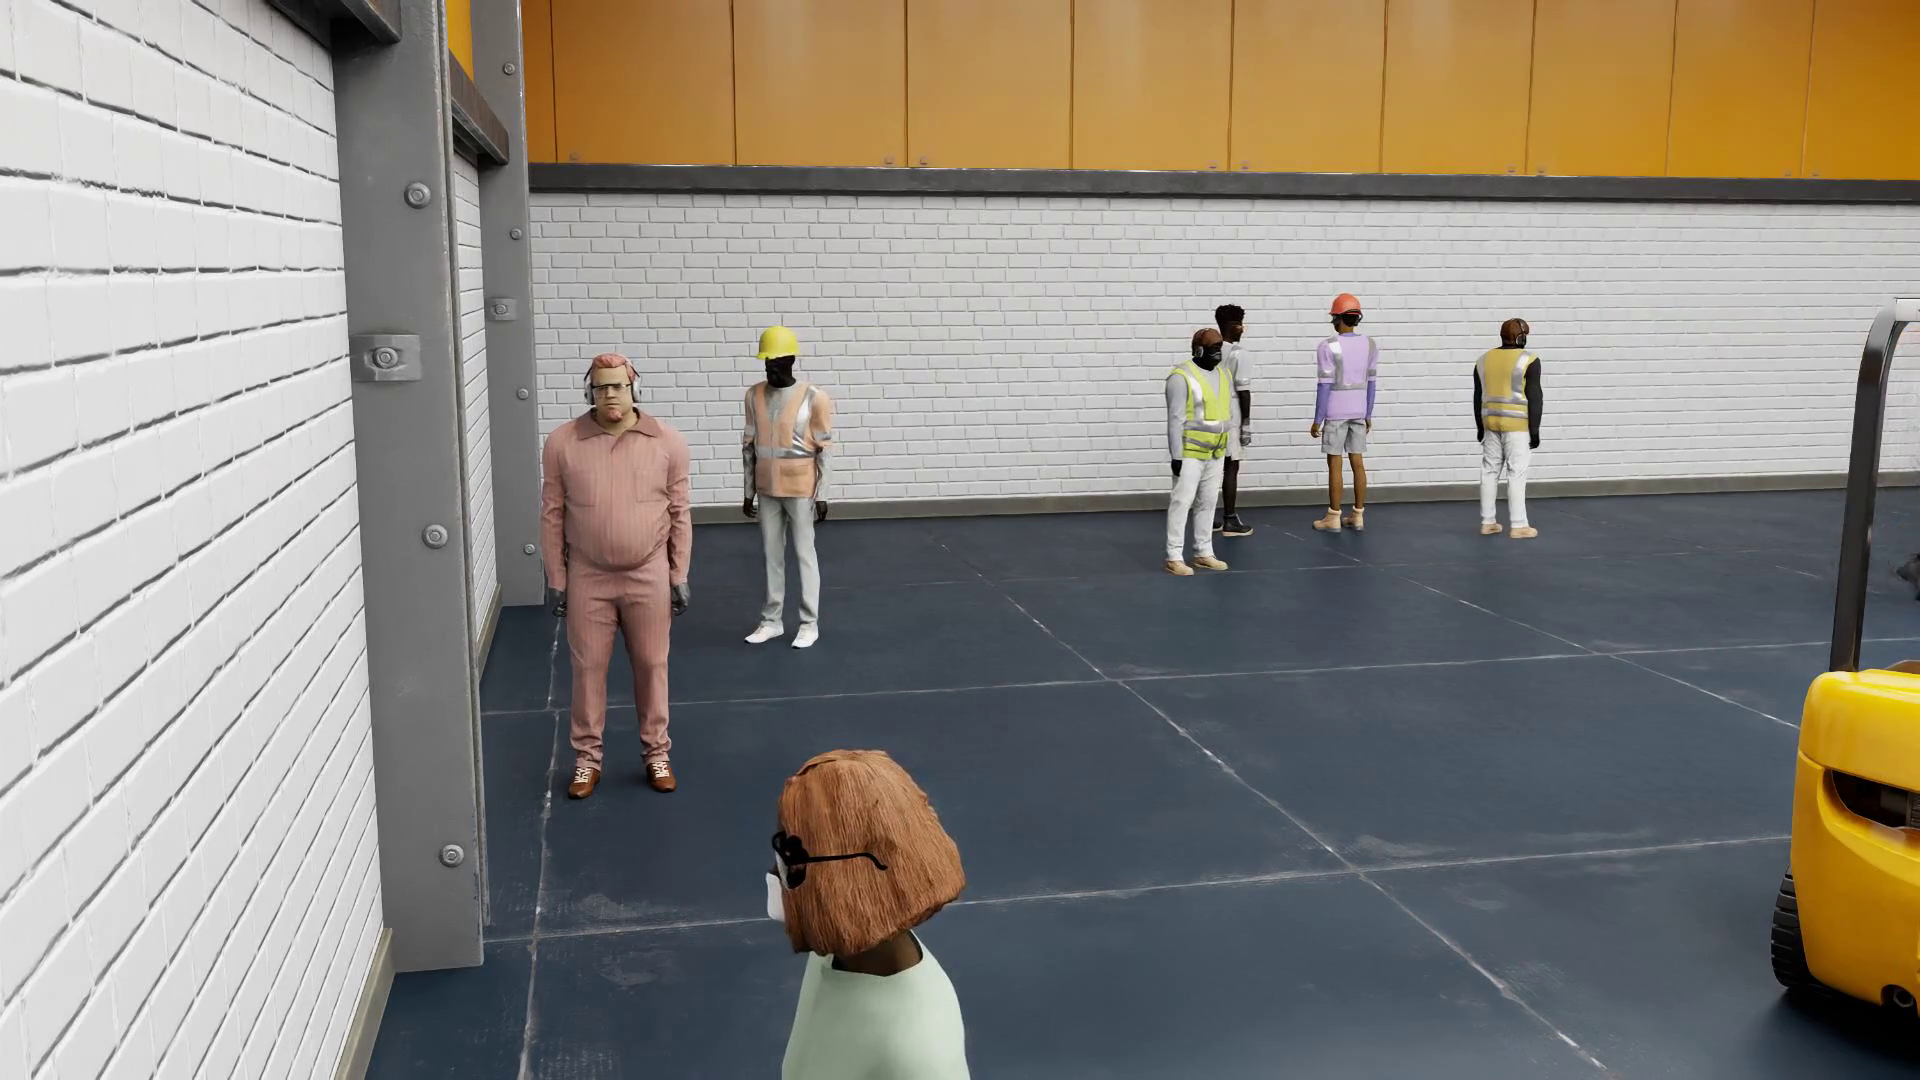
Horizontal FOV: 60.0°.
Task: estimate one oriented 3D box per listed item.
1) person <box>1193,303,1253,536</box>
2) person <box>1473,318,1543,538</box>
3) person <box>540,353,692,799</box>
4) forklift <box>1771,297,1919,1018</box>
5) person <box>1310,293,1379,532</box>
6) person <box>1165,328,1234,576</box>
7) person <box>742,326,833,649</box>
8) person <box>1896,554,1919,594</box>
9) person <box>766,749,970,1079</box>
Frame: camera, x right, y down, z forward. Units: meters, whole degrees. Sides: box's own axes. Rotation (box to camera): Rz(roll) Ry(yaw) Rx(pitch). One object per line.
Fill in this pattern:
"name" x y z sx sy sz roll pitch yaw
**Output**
"person" 2.231 -1.015 14.096 0.368 1.963 0.609 -7 12 -38
"person" 4.629 -0.942 14.025 0.430 1.845 0.624 -7 12 -36
"person" -1.467 0.154 7.148 0.641 1.908 0.407 -2 10 -13
"forklift" 3.542 0.334 5.177 2.313 2.155 1.214 -9 13 -43
"person" 3.282 -1.085 14.282 0.605 2.045 0.377 -4 10 -24
"person" 1.779 -0.648 12.298 0.645 1.831 0.431 -8 12 -39
"person" -1.052 -0.309 9.913 0.594 1.922 0.387 4 10 25
"person" 6.666 -0.511 11.148 0.416 1.924 0.574 3 10 18
"person" -0.123 1.083 2.310 0.267 1.632 0.507 -3 10 -19
